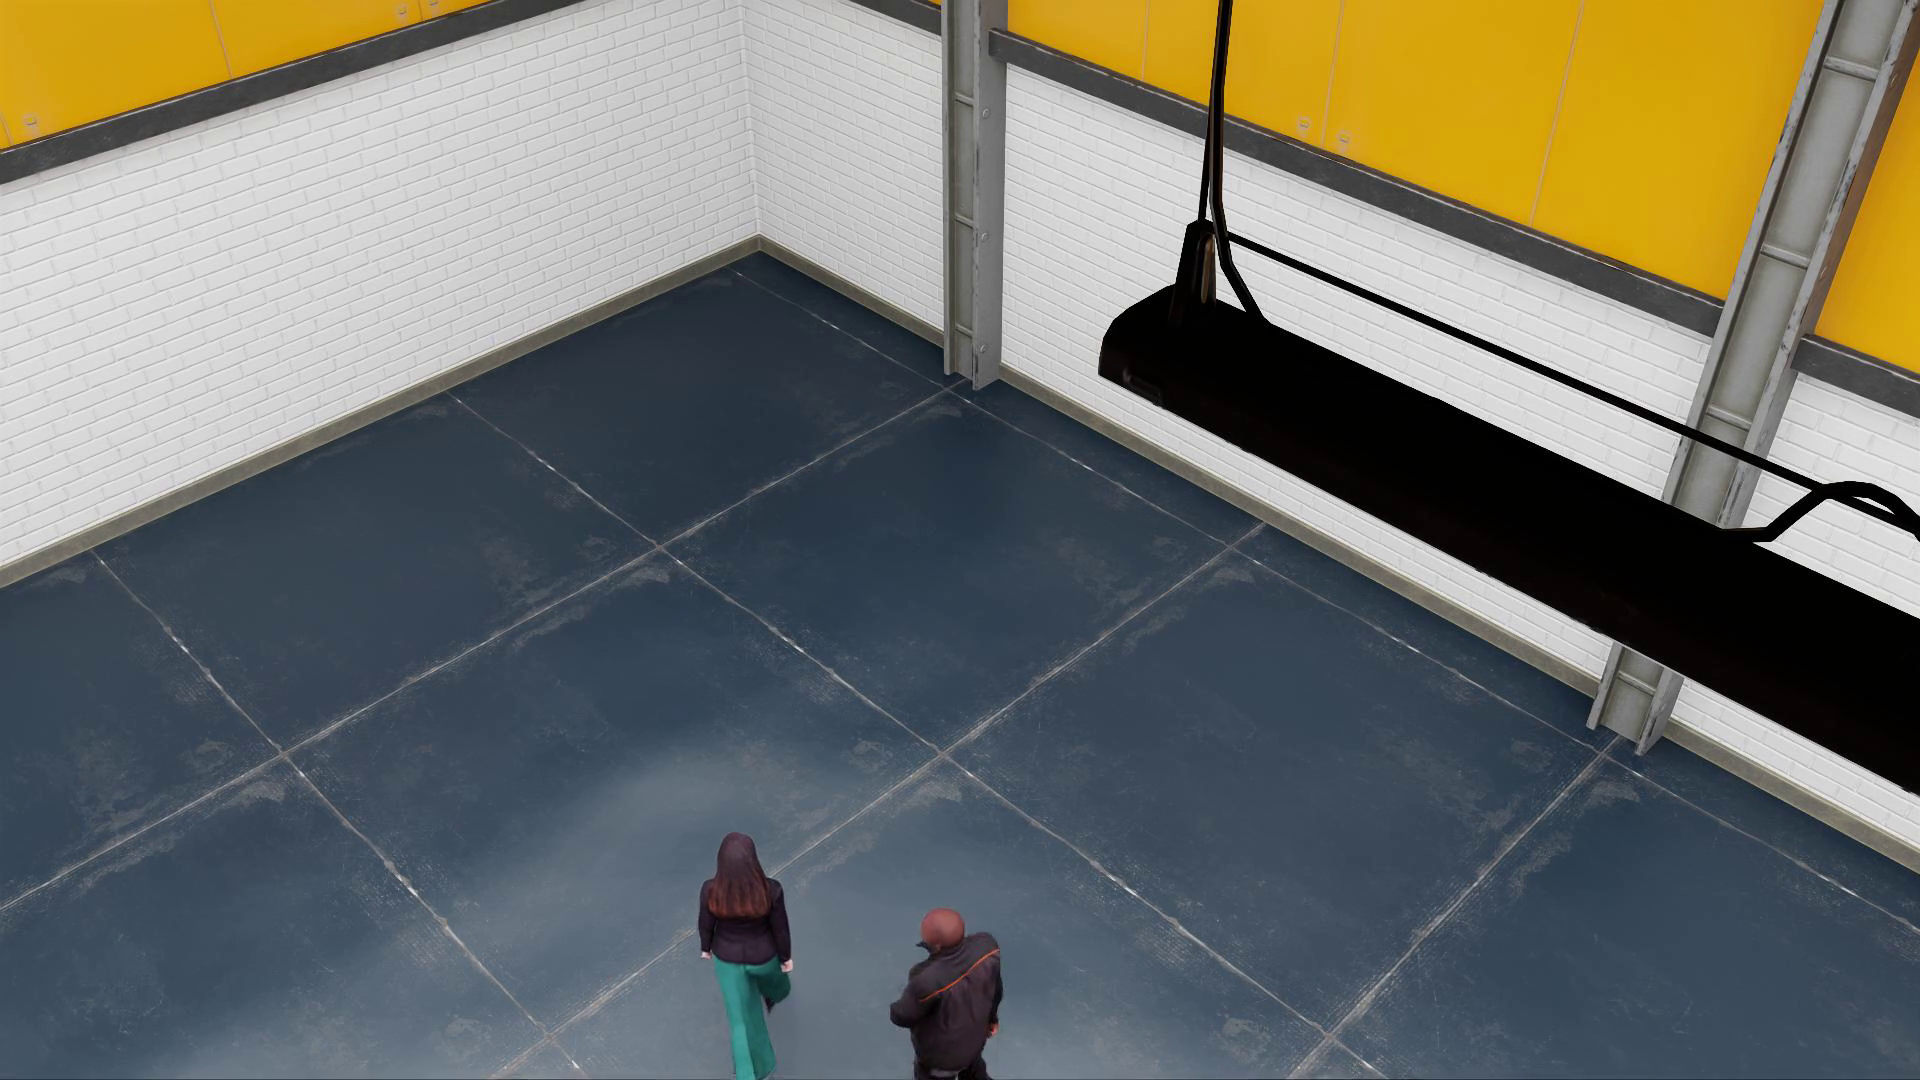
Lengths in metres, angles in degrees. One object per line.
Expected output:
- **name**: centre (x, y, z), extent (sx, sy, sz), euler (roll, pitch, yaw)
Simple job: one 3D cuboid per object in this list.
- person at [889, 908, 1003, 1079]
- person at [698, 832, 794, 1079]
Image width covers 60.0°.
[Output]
- **person**: centre (-0.056, 2.415, 7.946), extent (0.713, 1.805, 0.726), euler (-23, 44, -26)
- **person**: centre (-1.060, 2.175, 8.335), extent (1.067, 1.693, 1.185), euler (-3, 39, -4)
